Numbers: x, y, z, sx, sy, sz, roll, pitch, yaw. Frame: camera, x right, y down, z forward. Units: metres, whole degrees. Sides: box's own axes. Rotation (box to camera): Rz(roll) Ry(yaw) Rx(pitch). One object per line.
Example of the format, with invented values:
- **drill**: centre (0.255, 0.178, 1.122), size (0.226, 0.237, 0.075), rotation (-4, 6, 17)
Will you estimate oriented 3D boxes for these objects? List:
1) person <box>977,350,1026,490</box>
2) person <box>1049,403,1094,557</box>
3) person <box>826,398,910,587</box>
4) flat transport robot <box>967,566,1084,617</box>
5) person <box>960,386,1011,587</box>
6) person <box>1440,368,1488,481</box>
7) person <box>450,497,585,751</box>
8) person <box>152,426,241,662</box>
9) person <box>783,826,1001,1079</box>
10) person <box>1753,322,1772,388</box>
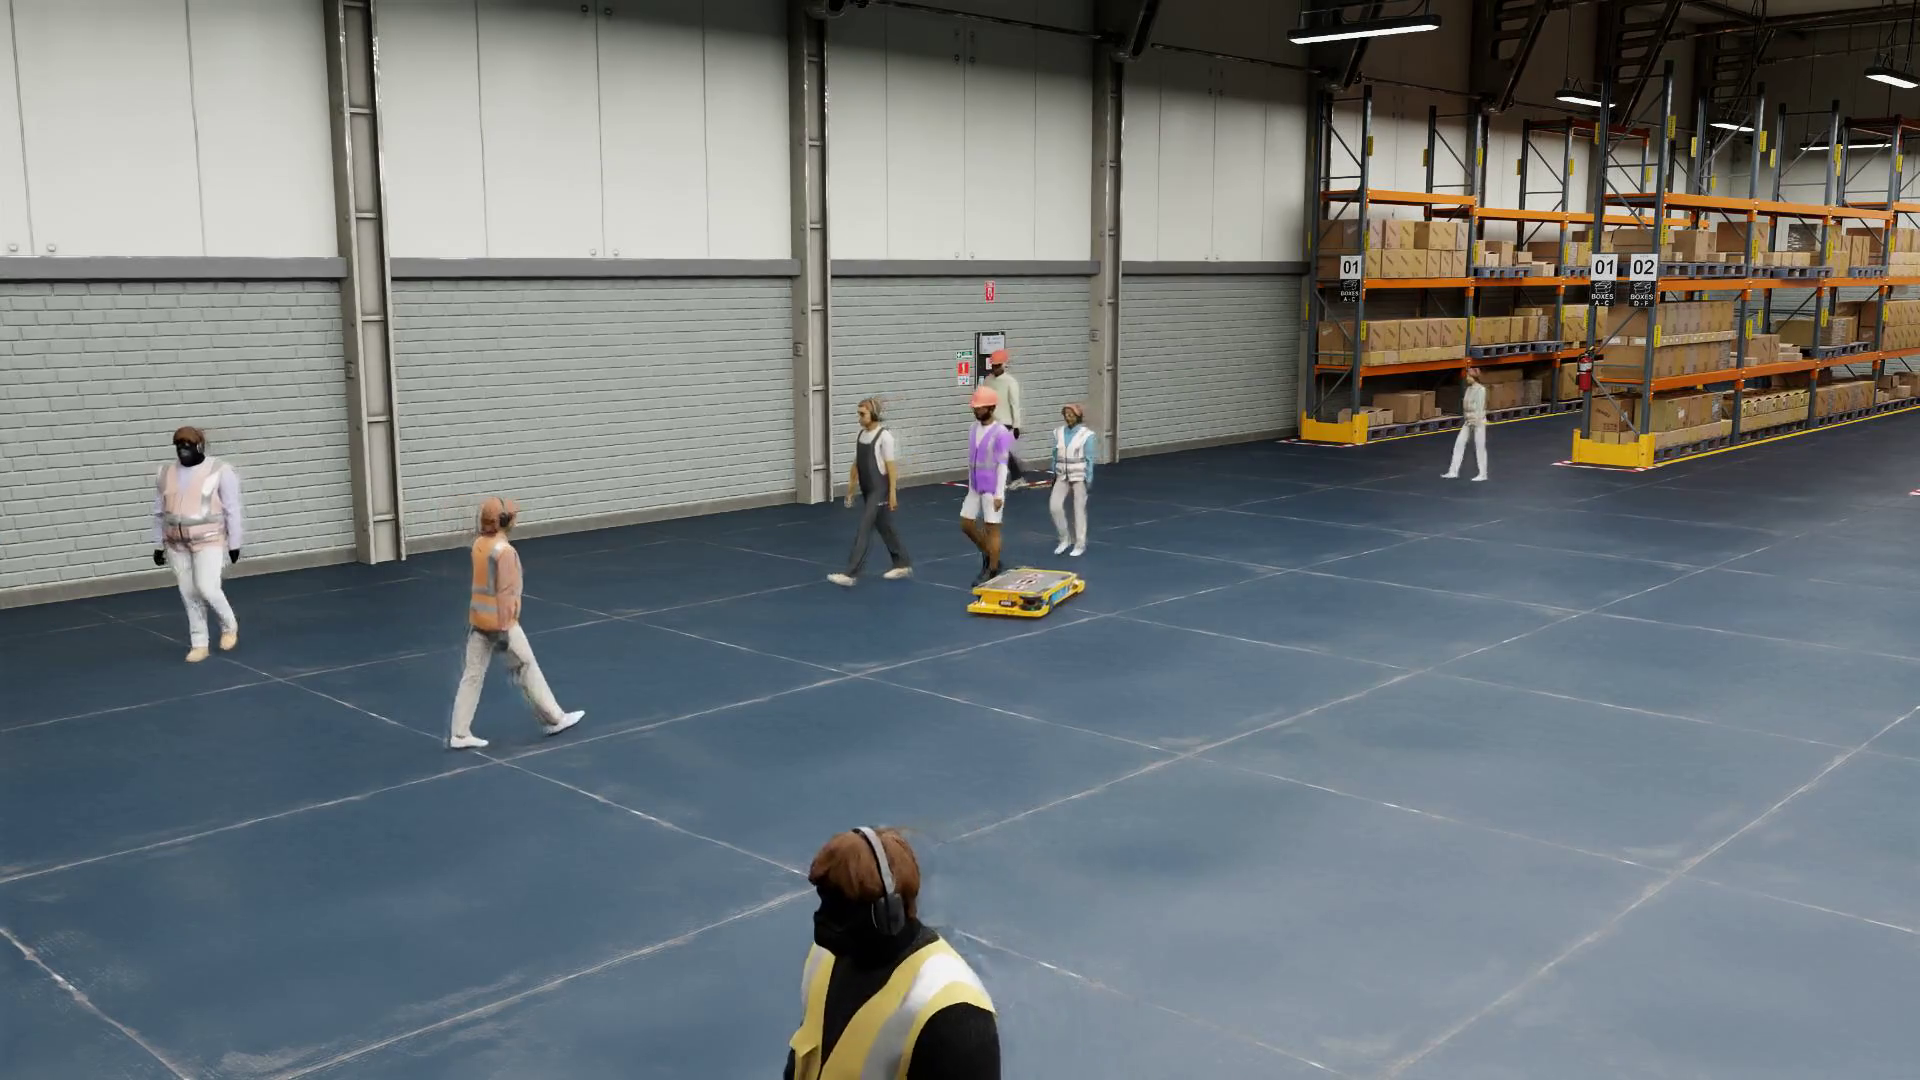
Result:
- **person**: centre (0.566, -1.591, 22.362), size (1.023, 1.951, 0.624), rotation (-7, 12, -38)
- **person**: centre (1.165, -0.622, 17.402), size (0.541, 1.620, 0.443), rotation (7, 12, 36)
- **person**: centre (-0.869, -0.463, 15.942), size (0.984, 1.791, 0.533), rotation (-7, 11, -35)
- **flat transport robot**: centre (0.611, 0.452, 14.976), size (0.652, 0.197, 1.431), rotation (3, 10, 20)
- **person**: centre (0.228, -0.492, 15.712), size (0.397, 1.923, 0.577), rotation (-8, 12, -39)
- **person**: centre (7.176, -1.620, 23.542), size (0.729, 1.613, 0.518), rotation (-2, 9, -10)
- **person**: centre (-2.879, 0.519, 10.547), size (0.866, 1.581, 0.534), rotation (-8, 12, -41)
- **person**: centre (-5.892, 0.029, 12.815), size (0.634, 1.826, 0.443), rotation (1, 9, 5)
- **person**: centre (-0.284, 1.533, 3.704), size (0.851, 1.809, 0.664), rotation (-5, 11, -29)
- **person**: centre (17.415, -3.802, 35.971), size (0.593, 1.904, 0.603), rotation (-7, 11, -36)
